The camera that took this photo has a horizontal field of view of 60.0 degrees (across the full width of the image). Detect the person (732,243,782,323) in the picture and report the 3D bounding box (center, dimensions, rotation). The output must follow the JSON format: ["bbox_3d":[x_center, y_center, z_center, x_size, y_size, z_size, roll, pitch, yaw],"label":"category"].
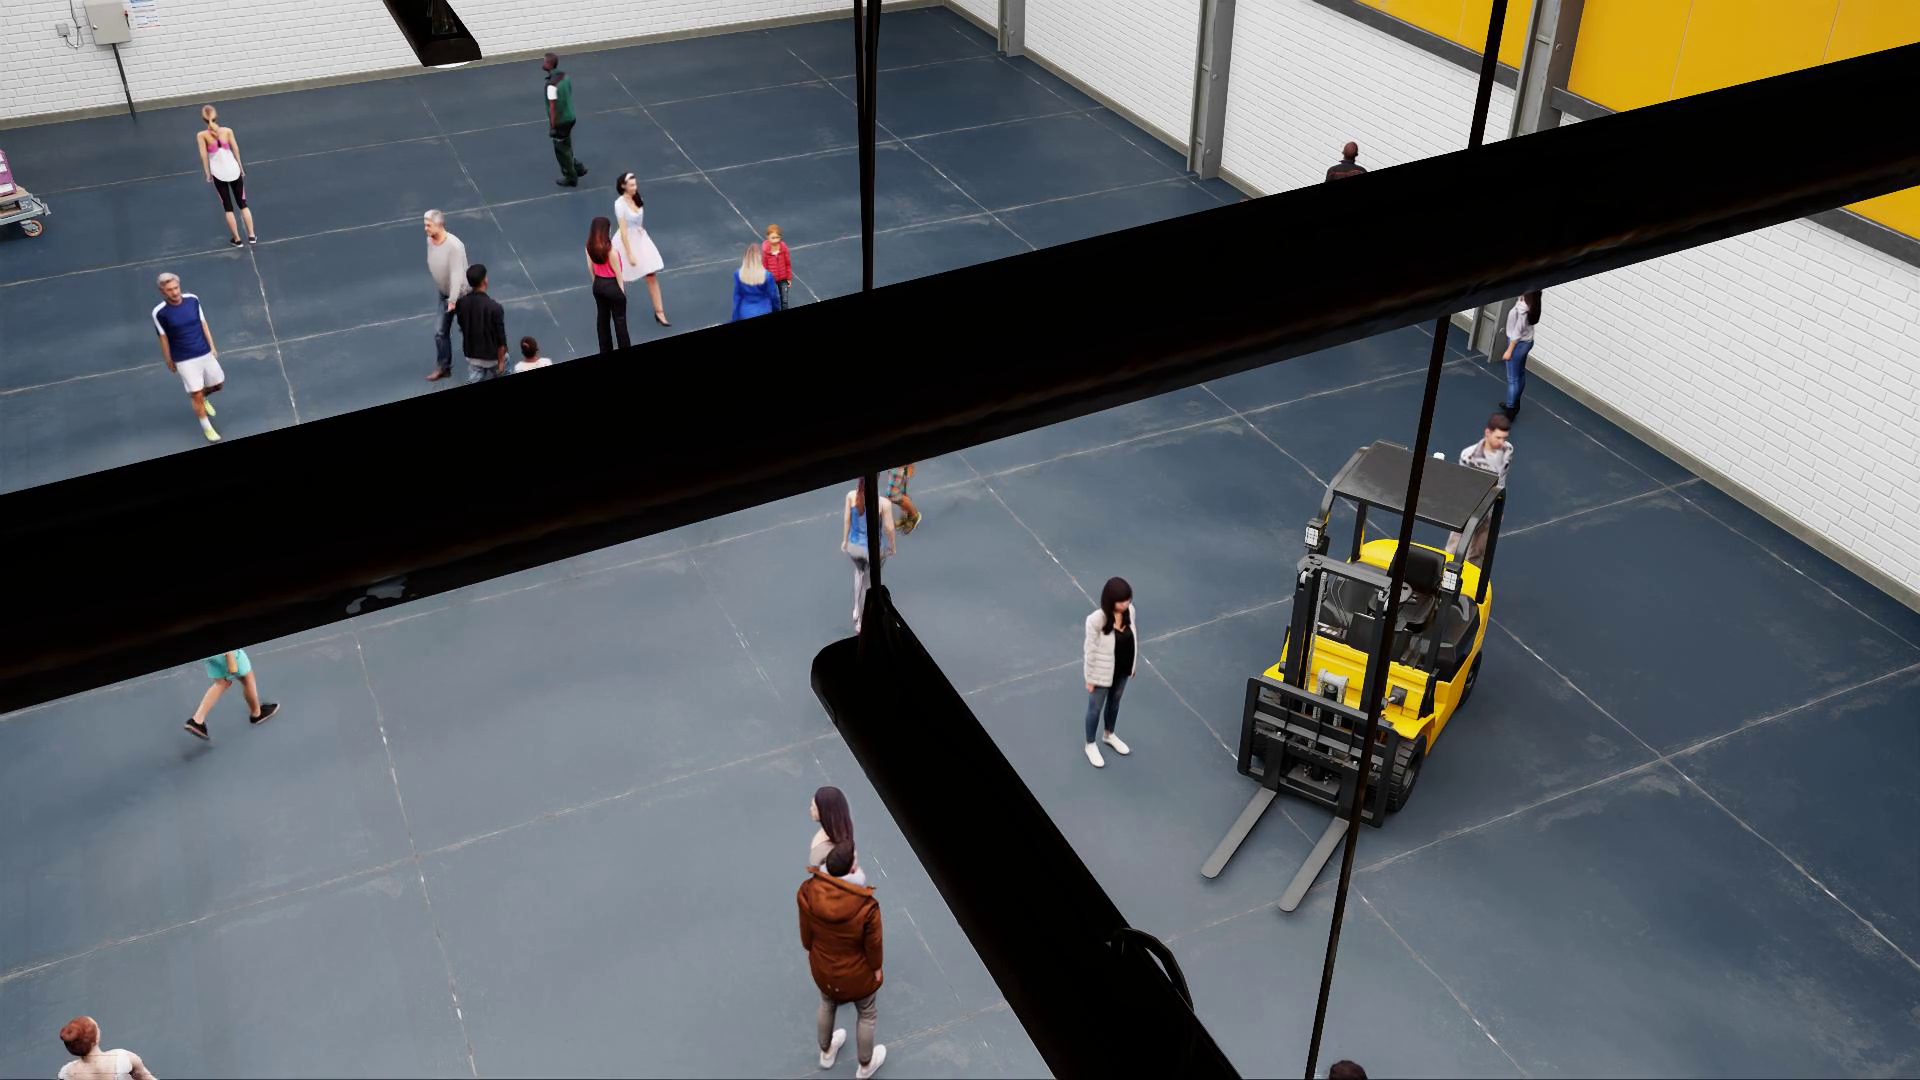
[{"bbox_3d":[-2.146,-2.212,17.273,1.129,1.656,1.180,10,35,15],"label":"person"}]

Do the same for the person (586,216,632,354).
[{"bbox_3d":[-3.797,-2.714,18.022,0.636,1.664,0.727,17,37,24],"label":"person"}]

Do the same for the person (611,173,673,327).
[{"bbox_3d":[-3.780,-3.257,18.742,1.282,1.770,1.061,21,39,28],"label":"person"}]

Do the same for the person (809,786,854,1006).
[{"bbox_3d":[-0.777,2.238,10.498,0.724,1.745,0.560,-3,34,-5],"label":"person"}]

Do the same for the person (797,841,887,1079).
[{"bbox_3d":[-0.697,2.529,9.979,0.826,1.835,0.888,12,35,17],"label":"person"}]

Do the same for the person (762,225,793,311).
[{"bbox_3d":[-2.068,-2.930,18.663,0.517,1.314,0.496,-12,35,-17],"label":"person"}]

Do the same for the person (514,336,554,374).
[{"bbox_3d":[-4.055,-1.312,16.117,0.588,1.437,0.560,-10,35,-14],"label":"person"}]

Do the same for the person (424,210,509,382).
[{"bbox_3d":[-5.287,-2.647,17.743,1.298,1.861,1.219,20,38,27],"label":"person"}]

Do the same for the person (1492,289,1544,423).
[{"bbox_3d":[5.717,-1.984,16.951,0.684,1.633,0.677,20,39,27],"label":"person"}]

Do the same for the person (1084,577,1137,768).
[{"bbox_3d":[1.120,0.955,12.527,0.650,1.635,0.600,-21,39,-29],"label":"person"}]

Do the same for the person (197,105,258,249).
[{"bbox_3d":[-9.094,-4.511,20.613,0.634,1.787,0.563,-20,39,-28],"label":"person"}]

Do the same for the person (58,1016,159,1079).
[{"bbox_3d":[-4.482,3.274,8.943,0.826,1.741,1.179,-3,34,-5],"label":"person"}]

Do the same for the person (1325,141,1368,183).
[{"bbox_3d":[4.487,-3.798,19.506,0.795,1.825,0.807,4,34,7],"label":"person"}]

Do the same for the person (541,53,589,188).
[{"bbox_3d":[-5.231,-5.581,22.188,0.913,1.826,0.828,4,34,7],"label":"person"}]

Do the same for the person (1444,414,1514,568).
[{"bbox_3d":[4.397,-0.272,14.170,0.672,1.860,0.538,-14,36,-20],"label":"person"}]

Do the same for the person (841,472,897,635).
[{"bbox_3d":[-0.805,0.109,13.838,0.706,1.594,0.772,13,36,18],"label":"person"}]

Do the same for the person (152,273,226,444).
[{"bbox_3d":[-7.712,-1.869,16.607,0.973,1.822,0.841,26,42,34],"label":"person"}]

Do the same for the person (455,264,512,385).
[{"bbox_3d":[-4.779,-1.811,16.575,1.151,1.761,1.298,6,34,9],"label":"person"}]
